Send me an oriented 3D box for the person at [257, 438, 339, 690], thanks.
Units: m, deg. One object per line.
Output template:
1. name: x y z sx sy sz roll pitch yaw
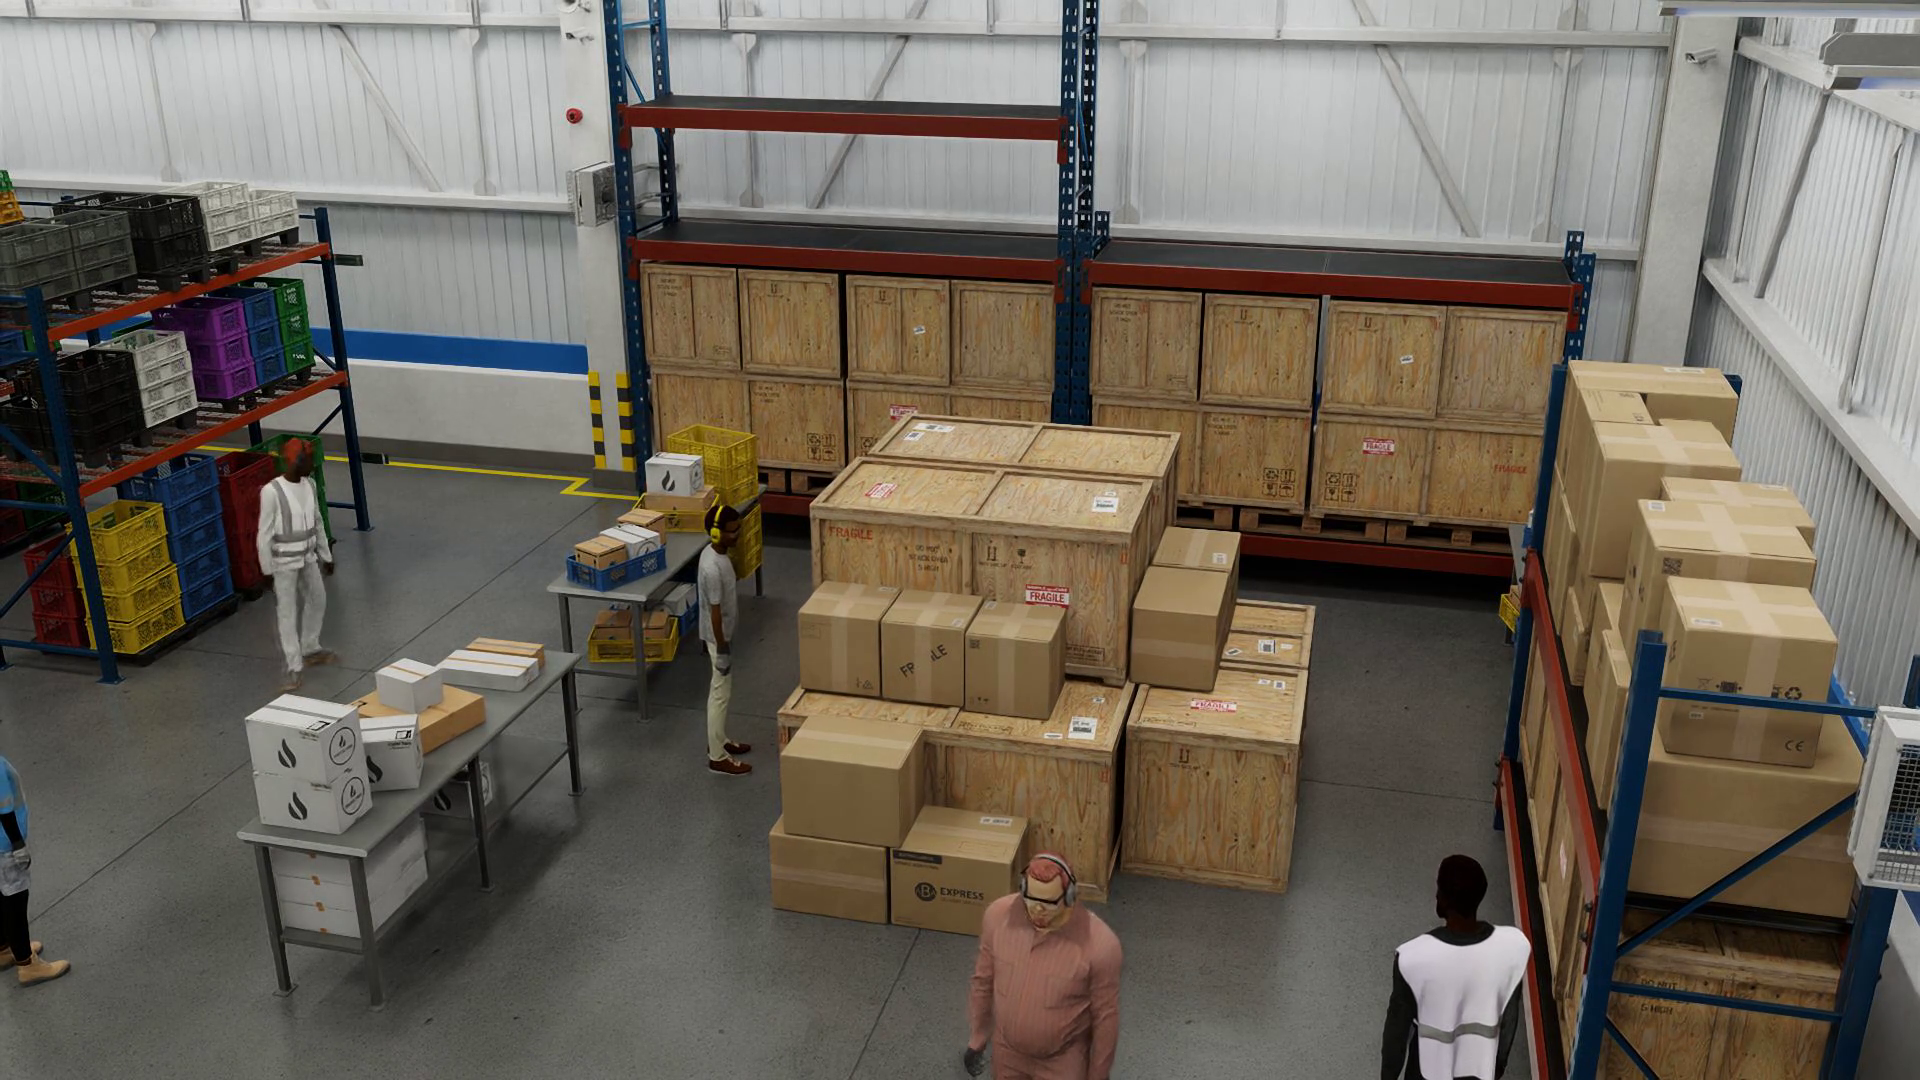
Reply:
1. person: -4.967 0.177 12.365 0.346 1.854 0.690 7 22 17

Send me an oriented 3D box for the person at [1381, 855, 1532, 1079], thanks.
1. person: 2.052 2.194 6.994 0.591 1.915 0.400 -4 21 -9

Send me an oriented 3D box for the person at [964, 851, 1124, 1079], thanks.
1. person: 0.349 2.167 7.081 0.652 1.901 0.407 11 24 27

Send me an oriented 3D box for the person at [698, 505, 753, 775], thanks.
1. person: -1.578 0.652 11.086 0.313 1.865 0.528 -2 21 -6

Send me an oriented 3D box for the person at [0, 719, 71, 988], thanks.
1. person: -5.132 1.580 8.885 0.541 1.698 0.316 16 26 36
